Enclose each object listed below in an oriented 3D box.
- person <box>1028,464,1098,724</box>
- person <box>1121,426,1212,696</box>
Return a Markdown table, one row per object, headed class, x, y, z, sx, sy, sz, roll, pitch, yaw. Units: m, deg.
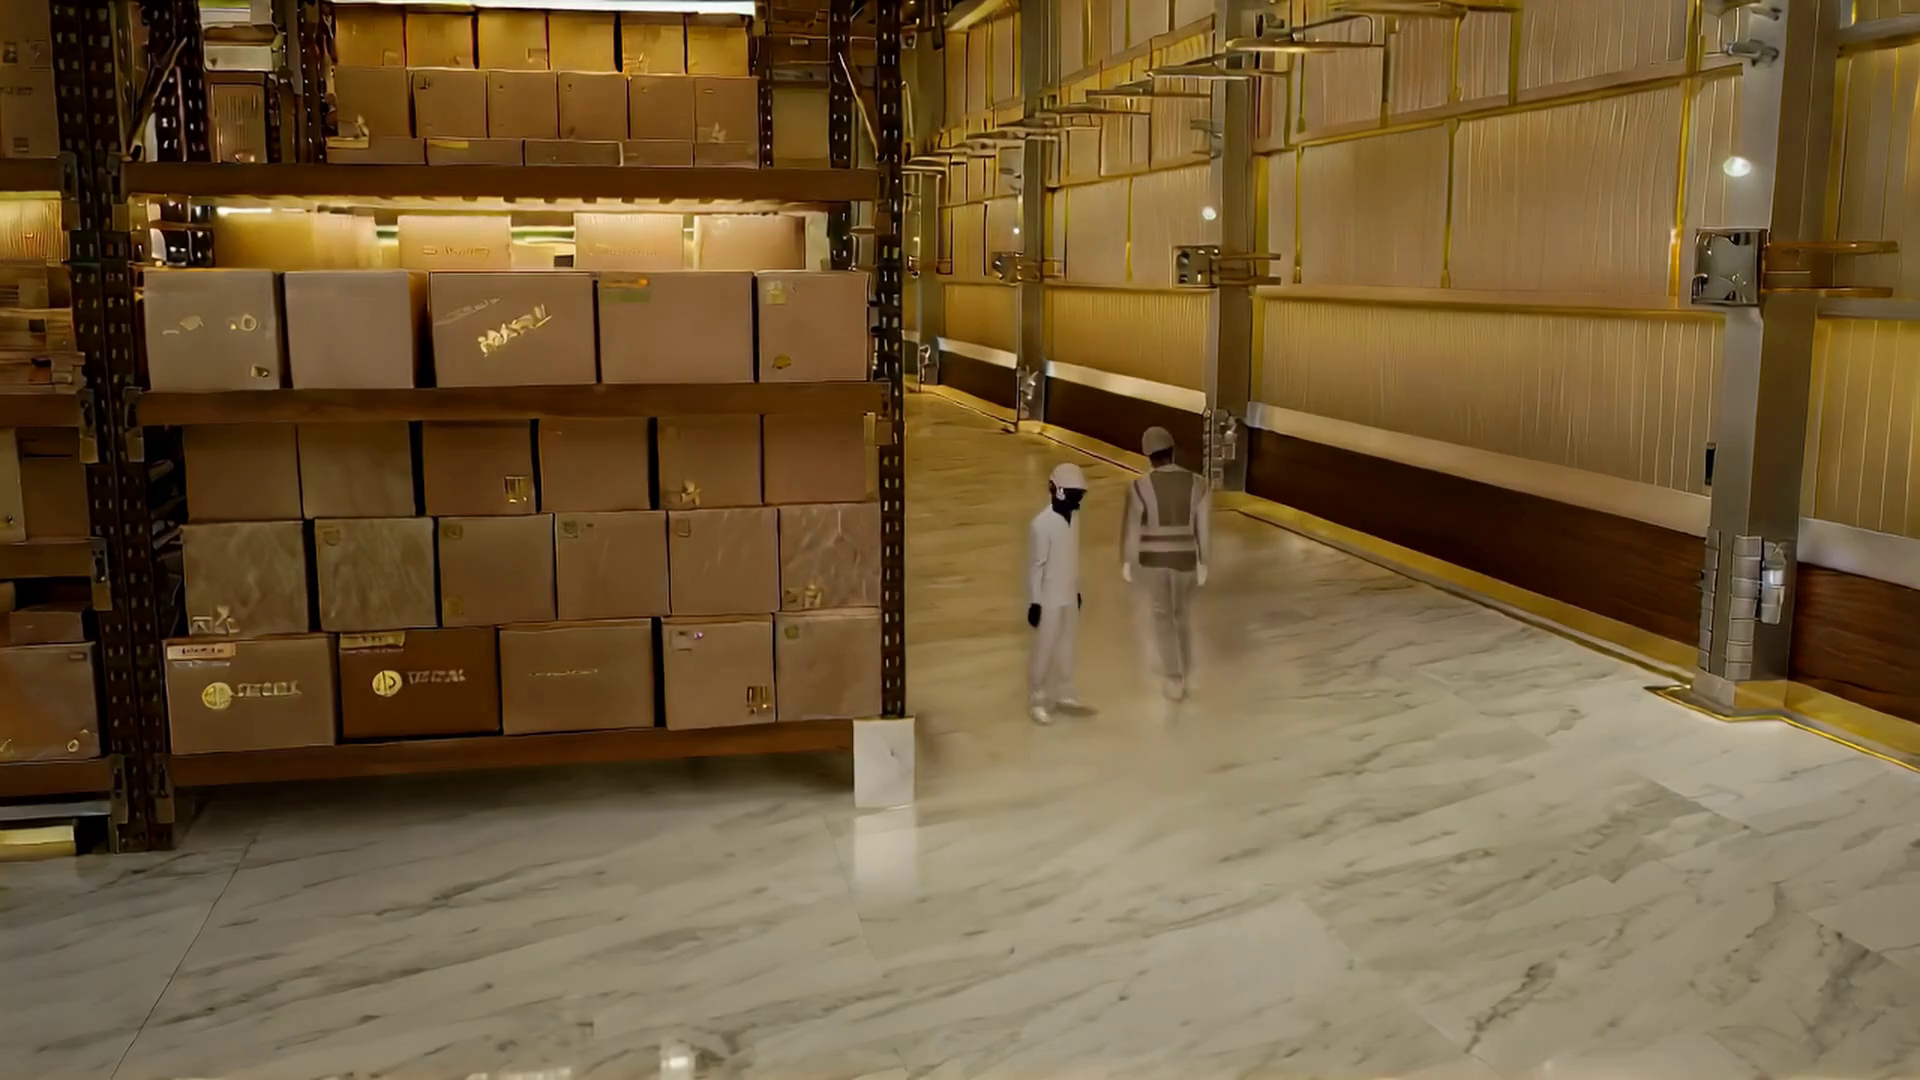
| class | x | y | z | sx | sy | sz | roll | pitch | yaw |
| --- | --- | --- | --- | --- | --- | --- | --- | --- | --- |
| person | 0.649 | 0.363 | 11.072 | 0.387 | 1.734 | 0.759 | 6 | 11 | 33 |
| person | 1.465 | 0.137 | 11.916 | 0.622 | 1.905 | 0.676 | -3 | 10 | -16 |
